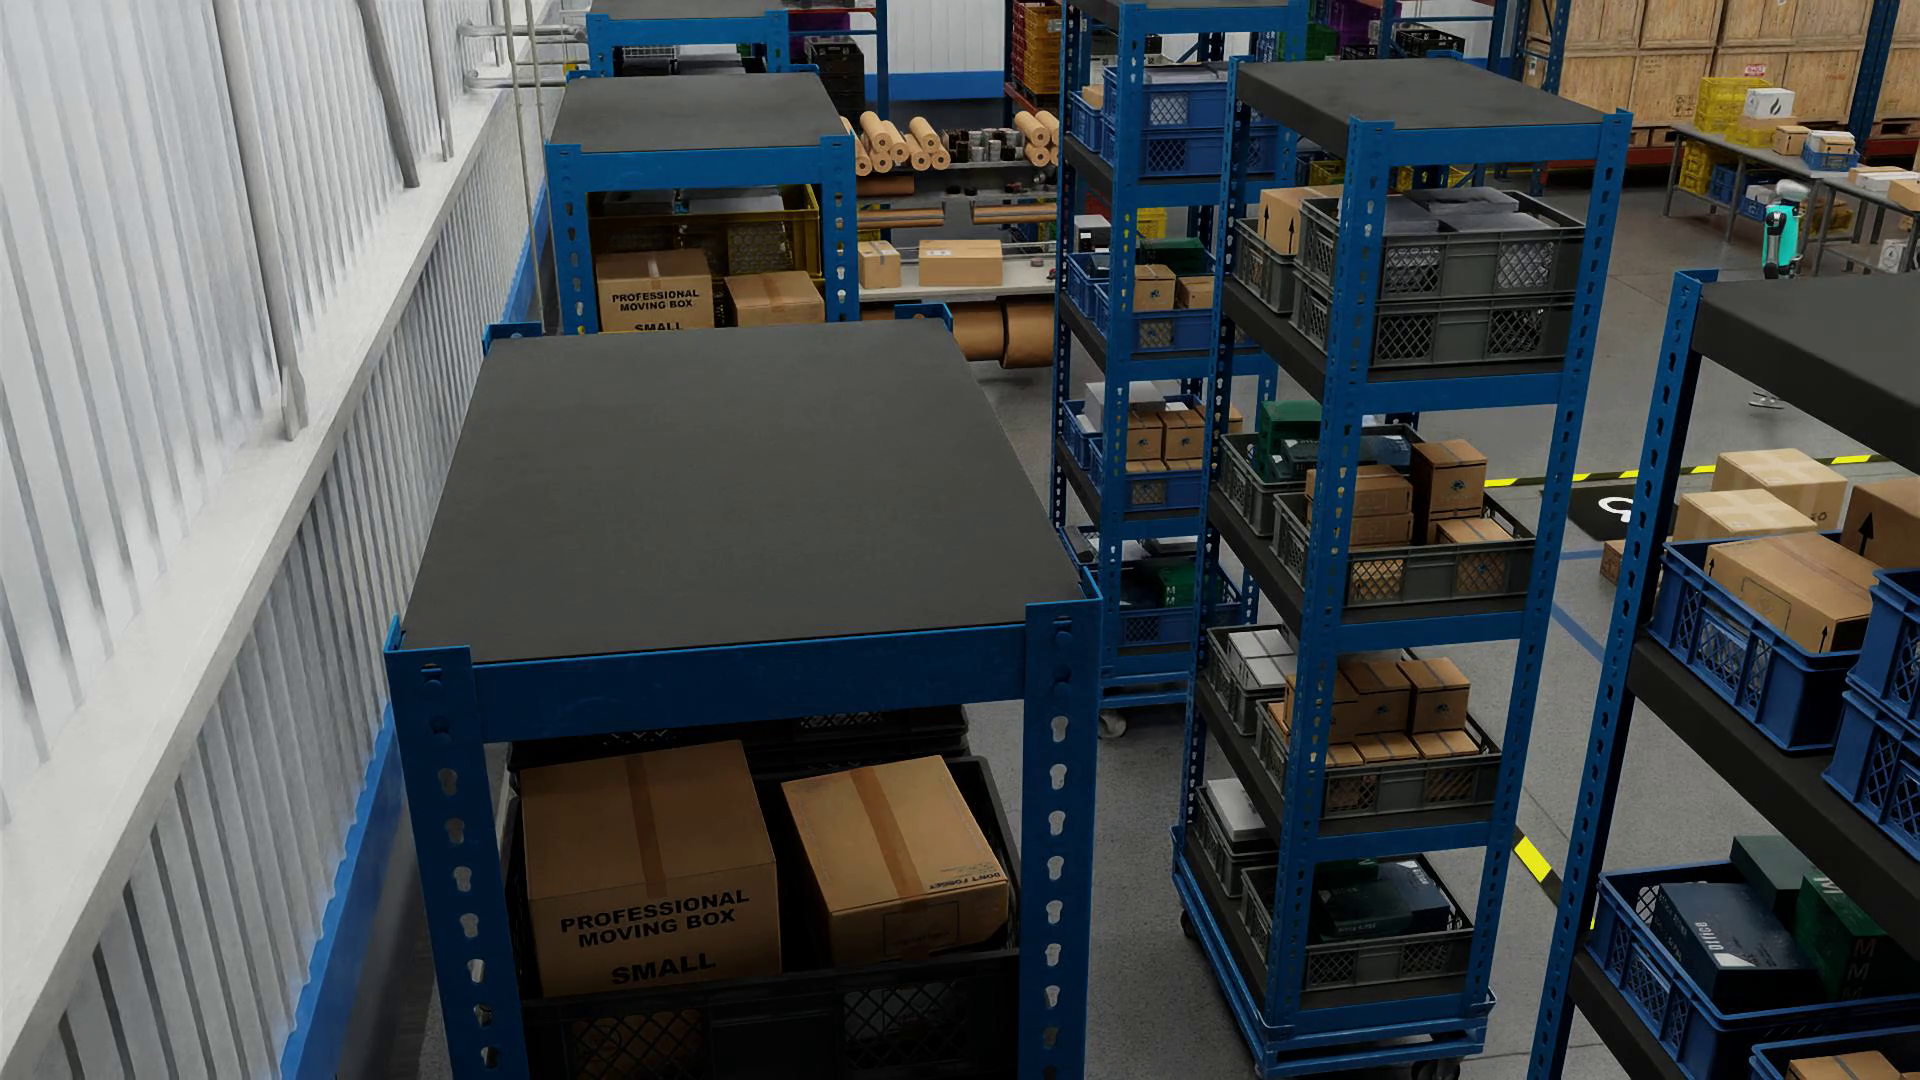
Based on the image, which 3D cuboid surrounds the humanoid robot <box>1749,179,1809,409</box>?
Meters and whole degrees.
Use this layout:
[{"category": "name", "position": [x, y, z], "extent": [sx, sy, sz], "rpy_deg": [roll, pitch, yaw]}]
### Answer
[{"category": "humanoid robot", "position": [6.204, -1.775, 12.241], "extent": [0.735, 1.676, 0.533], "rpy_deg": [17, 30, 32]}]

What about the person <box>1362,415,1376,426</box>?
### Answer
[{"category": "person", "position": [1.807, 0.189, 7.992], "extent": [0.596, 1.852, 0.376], "rpy_deg": [-2, 25, -5]}]
